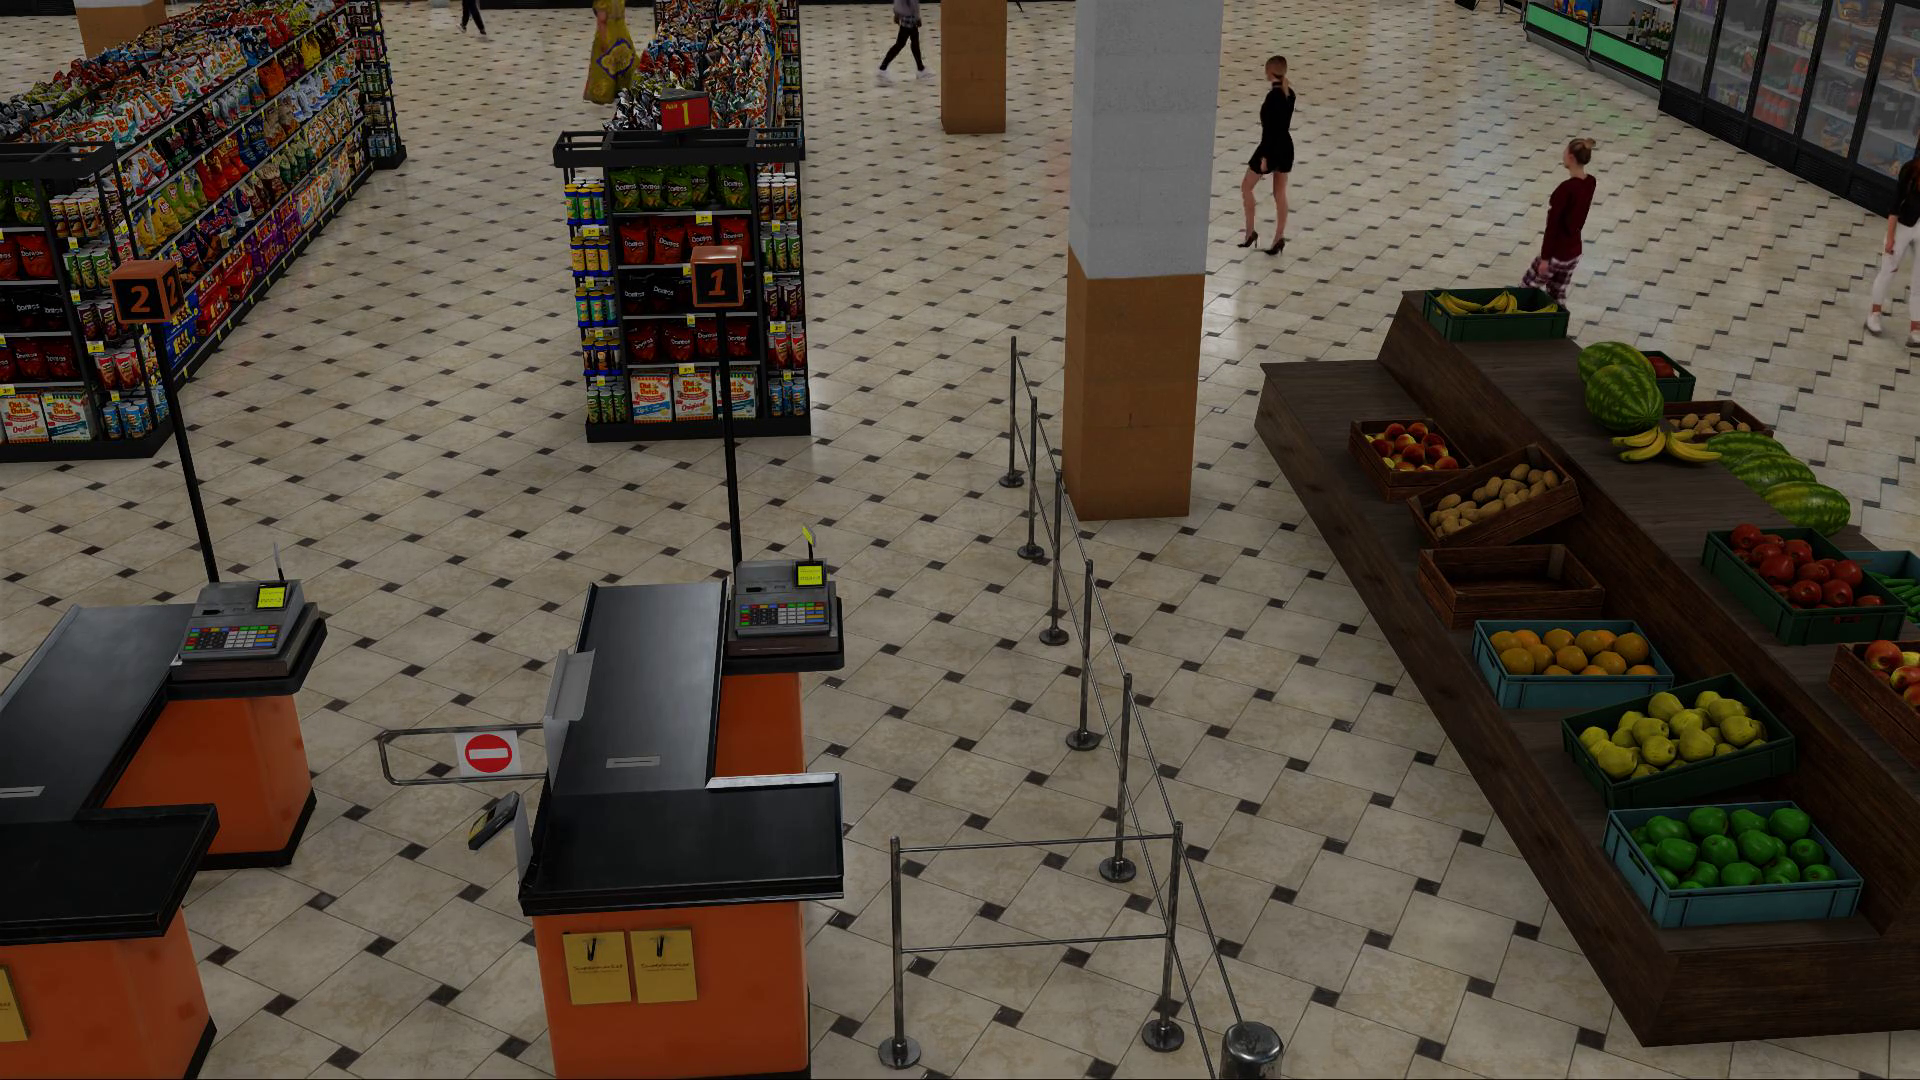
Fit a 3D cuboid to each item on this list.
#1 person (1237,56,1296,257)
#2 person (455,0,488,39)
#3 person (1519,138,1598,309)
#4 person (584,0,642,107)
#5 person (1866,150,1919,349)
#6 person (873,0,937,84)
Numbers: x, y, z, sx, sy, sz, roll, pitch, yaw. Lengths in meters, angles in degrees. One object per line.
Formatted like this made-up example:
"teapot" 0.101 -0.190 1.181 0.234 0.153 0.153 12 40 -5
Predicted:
"person" 2.839 -3.366 14.739 0.782 1.748 0.841 -22 34 -37
"person" -7.171 -8.108 24.277 1.143 1.578 1.072 22 34 36
"person" 4.527 -2.129 12.370 0.755 1.686 0.787 -20 33 -34
"person" -4.134 -6.024 20.120 1.216 1.623 1.220 17 31 30
"person" 7.317 -2.369 12.861 0.801 1.669 1.134 5 27 10
"person" -0.777 -6.775 21.472 1.007 1.738 1.192 -13 30 -24
